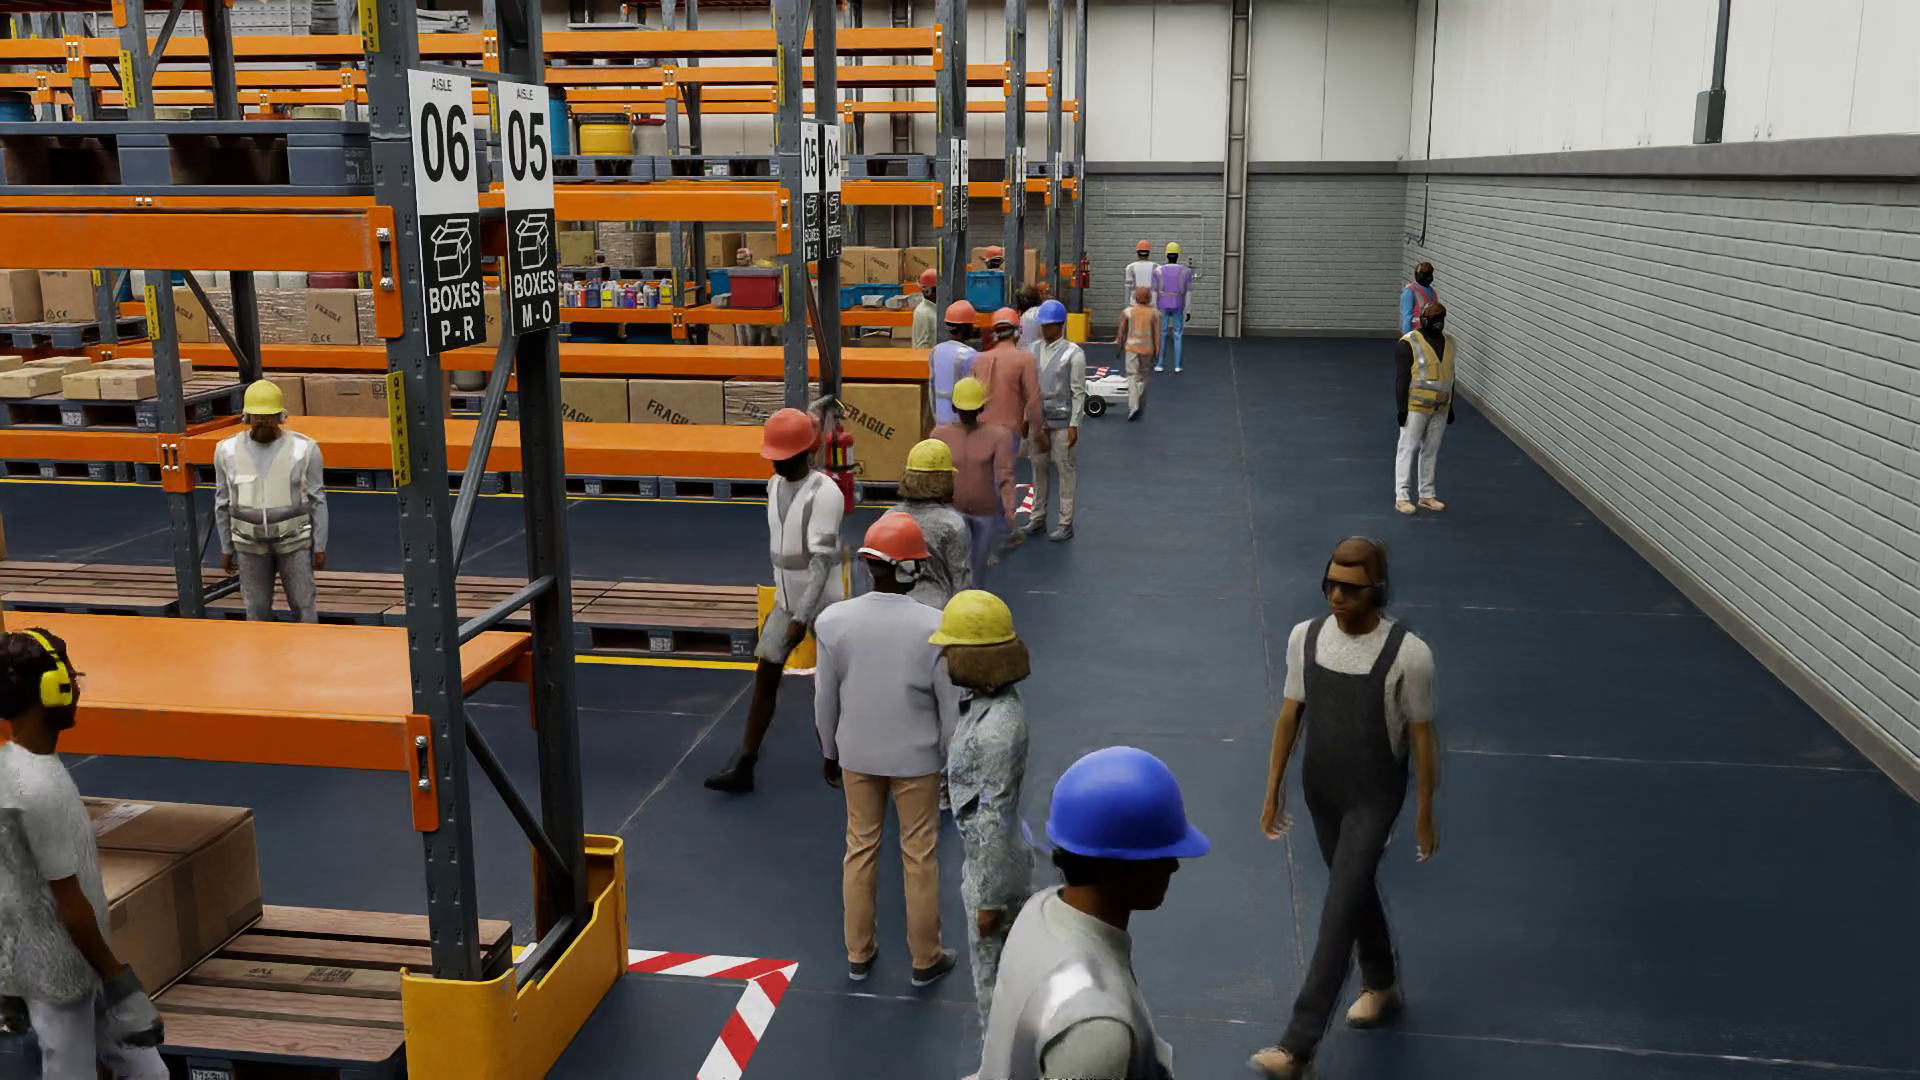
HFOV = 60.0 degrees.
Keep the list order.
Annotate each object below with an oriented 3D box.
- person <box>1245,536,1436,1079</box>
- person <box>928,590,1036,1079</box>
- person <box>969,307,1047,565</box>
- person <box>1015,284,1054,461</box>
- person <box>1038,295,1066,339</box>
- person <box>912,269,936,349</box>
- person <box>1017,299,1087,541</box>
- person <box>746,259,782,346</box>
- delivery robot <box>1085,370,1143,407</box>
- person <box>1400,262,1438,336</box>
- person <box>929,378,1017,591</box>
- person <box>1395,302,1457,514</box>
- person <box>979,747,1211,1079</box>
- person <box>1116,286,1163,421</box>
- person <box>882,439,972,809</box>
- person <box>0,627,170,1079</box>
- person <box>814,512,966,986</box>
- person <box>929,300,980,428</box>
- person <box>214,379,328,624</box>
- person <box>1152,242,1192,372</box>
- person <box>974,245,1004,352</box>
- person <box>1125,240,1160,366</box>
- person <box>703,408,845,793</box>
[{"bbox_3d":[1.250,0.869,5.497,0.535,1.791,0.987,12,17,44],"label":"person"},{"bbox_3d":[0.067,0.997,5.074,0.321,1.736,0.488,0,12,-1],"label":"person"},{"bbox_3d":[0.251,-0.811,12.844,0.667,1.934,0.956,12,17,43],"label":"person"},{"bbox_3d":[0.682,-1.714,17.133,0.702,1.812,0.638,7,14,29],"label":"person"},{"bbox_3d":[0.985,-1.871,18.257,0.318,1.631,0.524,-8,15,-32],"label":"person"},{"bbox_3d":[-0.293,-1.741,16.834,0.391,1.992,0.623,2,13,9],"label":"person"},{"bbox_3d":[0.740,-0.969,13.456,0.605,1.949,0.384,10,16,39],"label":"person"},{"bbox_3d":[-2.617,-2.796,21.981,0.602,1.827,0.404,9,16,36],"label":"person"},{"bbox_3d":[1.889,-1.835,20.322,0.707,0.478,0.477,1,13,6],"label":"delivery robot"},{"bbox_3d":[5.764,-2.546,20.820,0.621,1.845,0.429,-11,17,-41],"label":"person"},{"bbox_3d":[0.075,-0.174,10.414,0.551,1.697,0.950,0,12,0],"label":"person"},{"bbox_3d":[4.084,-1.157,14.551,0.624,1.845,0.430,-6,14,-24],"label":"person"},{"bbox_3d":[0.364,1.315,3.217,0.907,1.910,0.645,-1,13,-5],"label":"person"},{"bbox_3d":[2.158,-2.254,20.039,0.559,1.603,0.823,1,13,5],"label":"person"},{"bbox_3d":[-0.143,0.392,7.792,0.483,1.738,0.312,8,15,32],"label":"person"},{"bbox_3d":[-2.342,1.135,4.301,0.838,1.818,0.540,-6,14,-27],"label":"person"},{"bbox_3d":[-0.242,0.762,6.088,0.573,1.747,0.337,3,13,15],"label":"person"},{"bbox_3d":[-0.012,-0.961,13.444,0.379,1.938,0.547,-11,16,-40],"label":"person"},{"bbox_3d":[-3.863,0.002,9.362,0.593,1.826,0.404,-3,13,-13],"label":"person"},{"bbox_3d":[3.147,-3.456,24.753,0.584,1.918,0.390,2,13,8],"label":"person"},{"bbox_3d":[0.452,-2.879,21.971,0.609,1.996,0.379,-8,15,-33],"label":"person"},{"bbox_3d":[2.807,-3.638,25.567,0.543,1.927,0.403,1,13,5],"label":"person"},{"bbox_3d":[-0.760,0.292,7.942,0.543,1.872,0.957,12,17,42],"label":"person"}]
